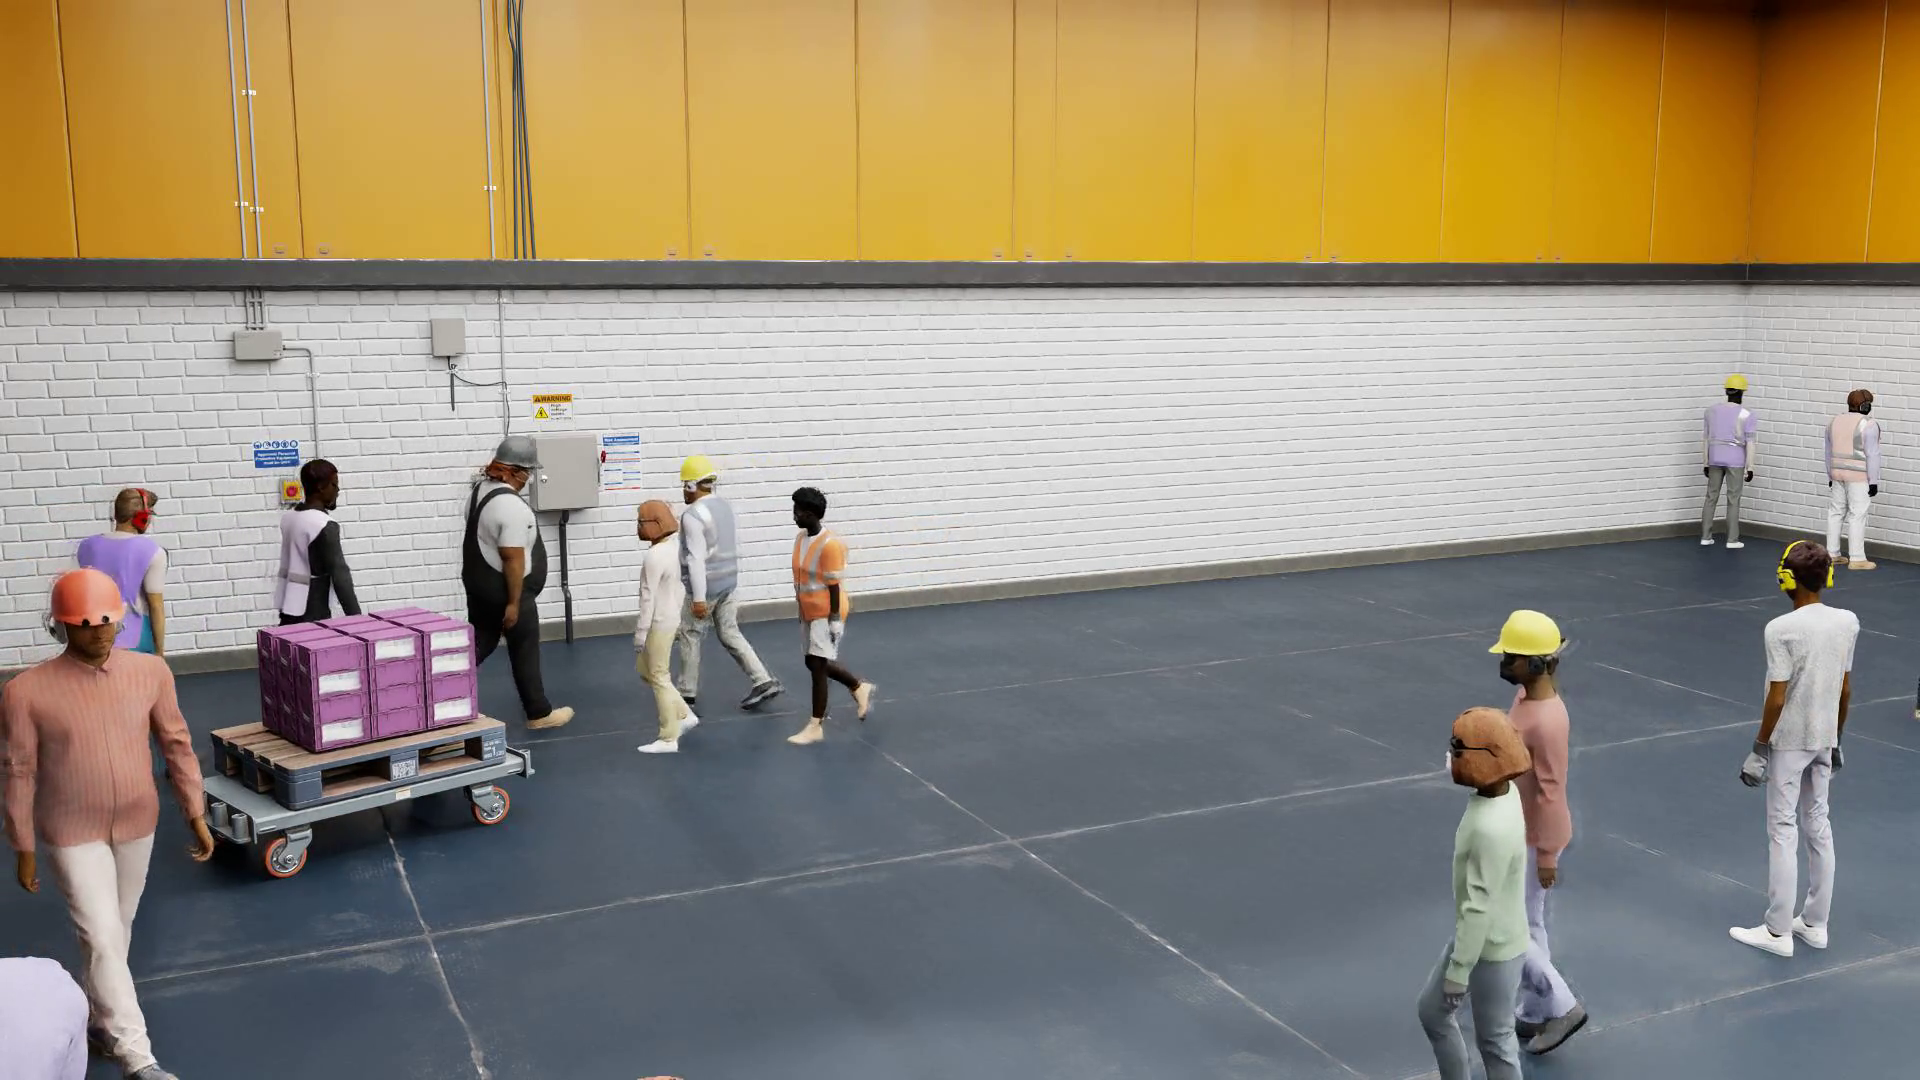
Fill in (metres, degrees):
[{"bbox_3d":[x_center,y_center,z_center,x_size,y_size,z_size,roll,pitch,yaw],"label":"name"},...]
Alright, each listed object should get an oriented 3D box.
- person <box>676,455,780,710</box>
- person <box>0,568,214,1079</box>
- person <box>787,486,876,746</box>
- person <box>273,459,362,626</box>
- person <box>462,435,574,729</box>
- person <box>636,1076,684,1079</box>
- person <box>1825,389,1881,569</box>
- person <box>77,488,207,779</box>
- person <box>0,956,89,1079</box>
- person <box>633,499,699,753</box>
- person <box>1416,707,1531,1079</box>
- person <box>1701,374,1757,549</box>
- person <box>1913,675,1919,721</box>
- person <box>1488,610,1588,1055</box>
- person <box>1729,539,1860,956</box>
[{"bbox_3d":[-1.656,0.304,11.489,0.830,1.791,0.619,4,10,24],"label":"person"},{"bbox_3d":[-3.096,1.077,6.141,0.981,1.948,0.637,7,12,38],"label":"person"},{"bbox_3d":[-0.850,0.467,10.813,0.681,1.664,0.546,-6,11,-34],"label":"person"},{"bbox_3d":[-3.888,0.440,10.311,0.870,1.881,0.602,-7,12,-39],"label":"person"},{"bbox_3d":[-3.043,0.283,10.814,0.907,2.000,0.710,-8,12,-39],"label":"person"},{"bbox_3d":[-0.429,1.675,2.201,0.402,2.040,0.609,-5,10,-28],"label":"person"},{"bbox_3d":[9.172,-0.625,17.064,0.429,1.845,0.622,-3,10,-18],"label":"person"},{"bbox_3d":[-4.789,0.588,9.682,0.600,1.787,0.924,1,9,5],"label":"person"},{"bbox_3d":[-2.023,1.538,3.345,0.372,1.940,0.627,3,10,17],"label":"person"},{"bbox_3d":[-1.918,0.552,10.440,0.342,1.621,0.503,0,9,-1],"label":"person"},{"bbox_3d":[1.667,1.342,5.524,0.522,1.612,0.530,3,10,16],"label":"person"},{"bbox_3d":[8.472,-0.865,18.328,0.405,1.918,0.581,-8,12,-41],"label":"person"},{"bbox_3d":[6.636,0.362,10.993,0.396,1.835,0.542,2,9,11],"label":"person"},{"bbox_3d":[2.180,1.135,6.438,0.364,1.755,0.532,2,9,14],"label":"person"},{"bbox_3d":[3.720,0.922,7.409,0.519,1.862,0.326,-3,10,-20],"label":"person"}]
